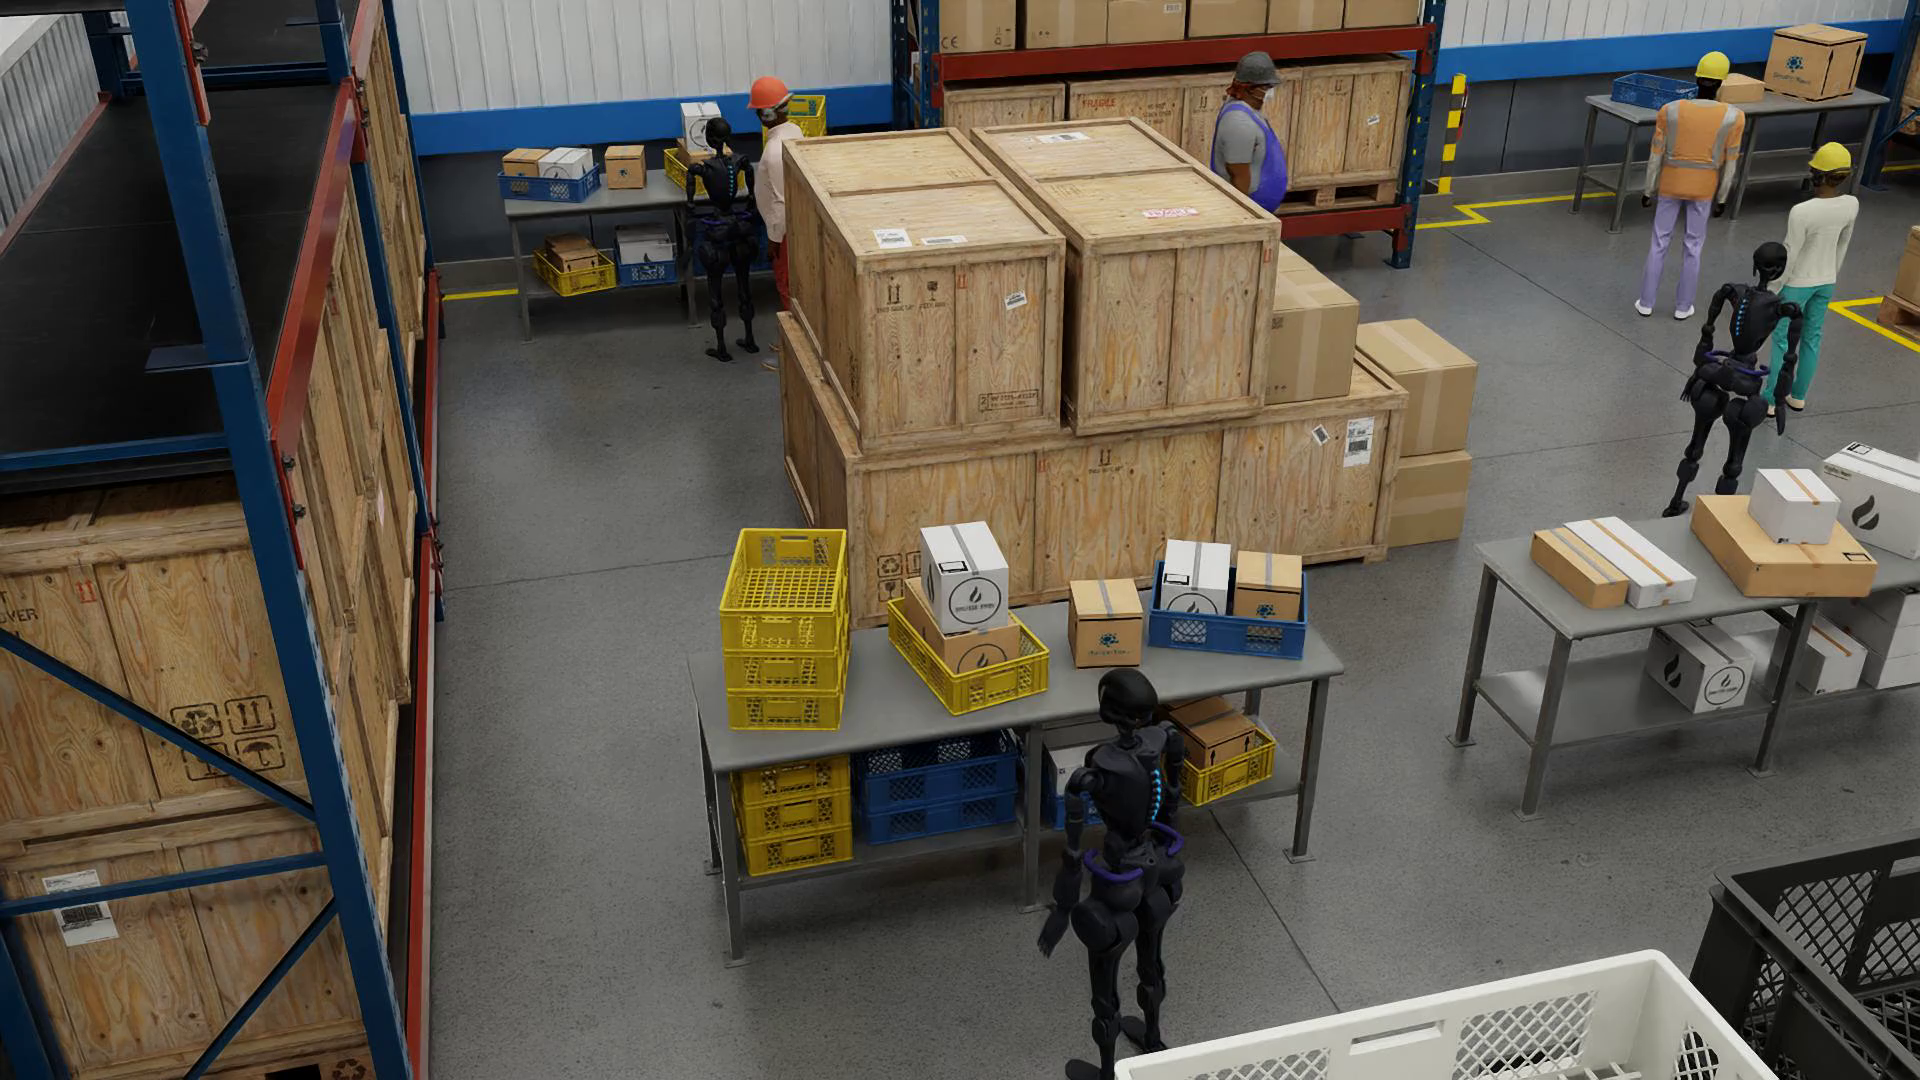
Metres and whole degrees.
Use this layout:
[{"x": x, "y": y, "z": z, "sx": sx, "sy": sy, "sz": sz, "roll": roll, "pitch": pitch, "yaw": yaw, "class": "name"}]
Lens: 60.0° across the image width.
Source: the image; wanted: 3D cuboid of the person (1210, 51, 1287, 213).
[{"x": 2.000, "y": -2.379, "z": 11.601, "sx": 0.536, "sy": 2.000, "sz": 0.682, "roll": 3, "pitch": 29, "yaw": 5, "class": "person"}]

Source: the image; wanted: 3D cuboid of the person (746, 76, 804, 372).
[{"x": -1.197, "y": -2.108, "z": 11.166, "sx": 0.388, "sy": 1.985, "sz": 0.609, "roll": 3, "pitch": 29, "yaw": 5, "class": "person"}]

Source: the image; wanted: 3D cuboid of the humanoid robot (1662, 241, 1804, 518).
[{"x": 4.274, "y": -0.842, "z": 9.191, "sx": 0.364, "sy": 1.649, "sz": 0.602, "roll": -17, "pitch": 33, "yaw": -28, "class": "humanoid robot"}]

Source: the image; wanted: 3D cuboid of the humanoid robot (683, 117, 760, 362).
[{"x": -1.624, "y": -2.063, "z": 11.401, "sx": 0.582, "sy": 1.655, "sz": 0.327, "roll": -21, "pitch": 35, "yaw": -33, "class": "humanoid robot"}]

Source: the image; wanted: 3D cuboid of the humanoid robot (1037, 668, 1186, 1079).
[{"x": 0.536, "y": 1.150, "z": 5.554, "sx": 0.601, "sy": 1.657, "sz": 0.313, "roll": -23, "pitch": 36, "yaw": -35, "class": "humanoid robot"}]

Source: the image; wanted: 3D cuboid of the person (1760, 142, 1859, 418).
[{"x": 5.332, "y": -1.631, "z": 10.524, "sx": 0.523, "sy": 1.769, "sz": 0.314, "roll": -10, "pitch": 30, "yaw": -18, "class": "person"}]

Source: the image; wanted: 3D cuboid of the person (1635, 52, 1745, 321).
[{"x": 5.242, "y": -2.539, "z": 12.006, "sx": 0.588, "sy": 1.926, "sz": 0.385, "roll": 12, "pitch": 31, "yaw": 20, "class": "person"}]
